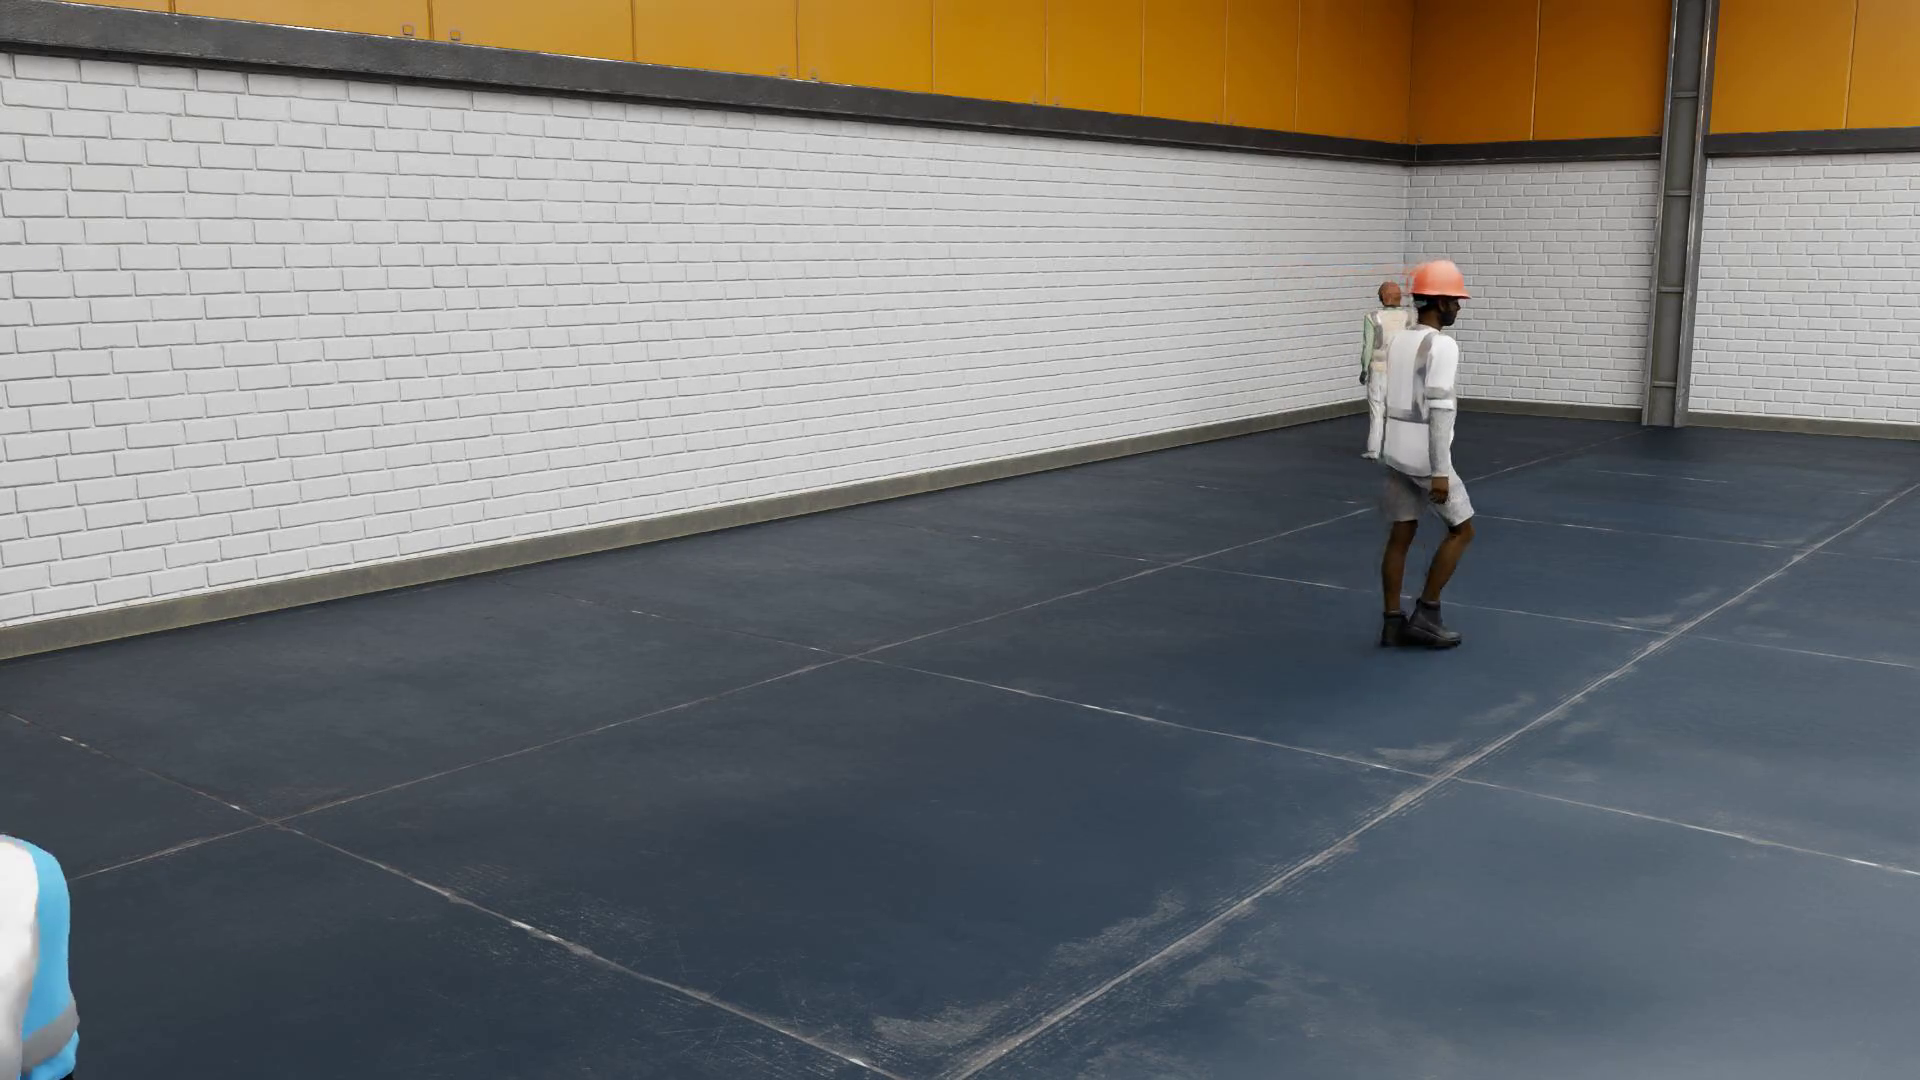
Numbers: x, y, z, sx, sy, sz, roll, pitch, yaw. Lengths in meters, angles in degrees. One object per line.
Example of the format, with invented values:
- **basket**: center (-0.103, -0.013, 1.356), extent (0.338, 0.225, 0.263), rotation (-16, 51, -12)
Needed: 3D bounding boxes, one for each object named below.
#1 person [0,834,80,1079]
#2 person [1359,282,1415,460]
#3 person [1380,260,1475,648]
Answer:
- **person**: center (-1.181, 0.885, 1.795), extent (0.885, 1.641, 0.548), rotation (9, 14, 41)
- **person**: center (3.935, -1.550, 15.329), extent (0.524, 1.639, 0.306), rotation (-2, 10, -11)
- **person**: center (2.333, -0.405, 8.201), extent (0.529, 1.919, 0.580), rotation (-3, 11, -16)
